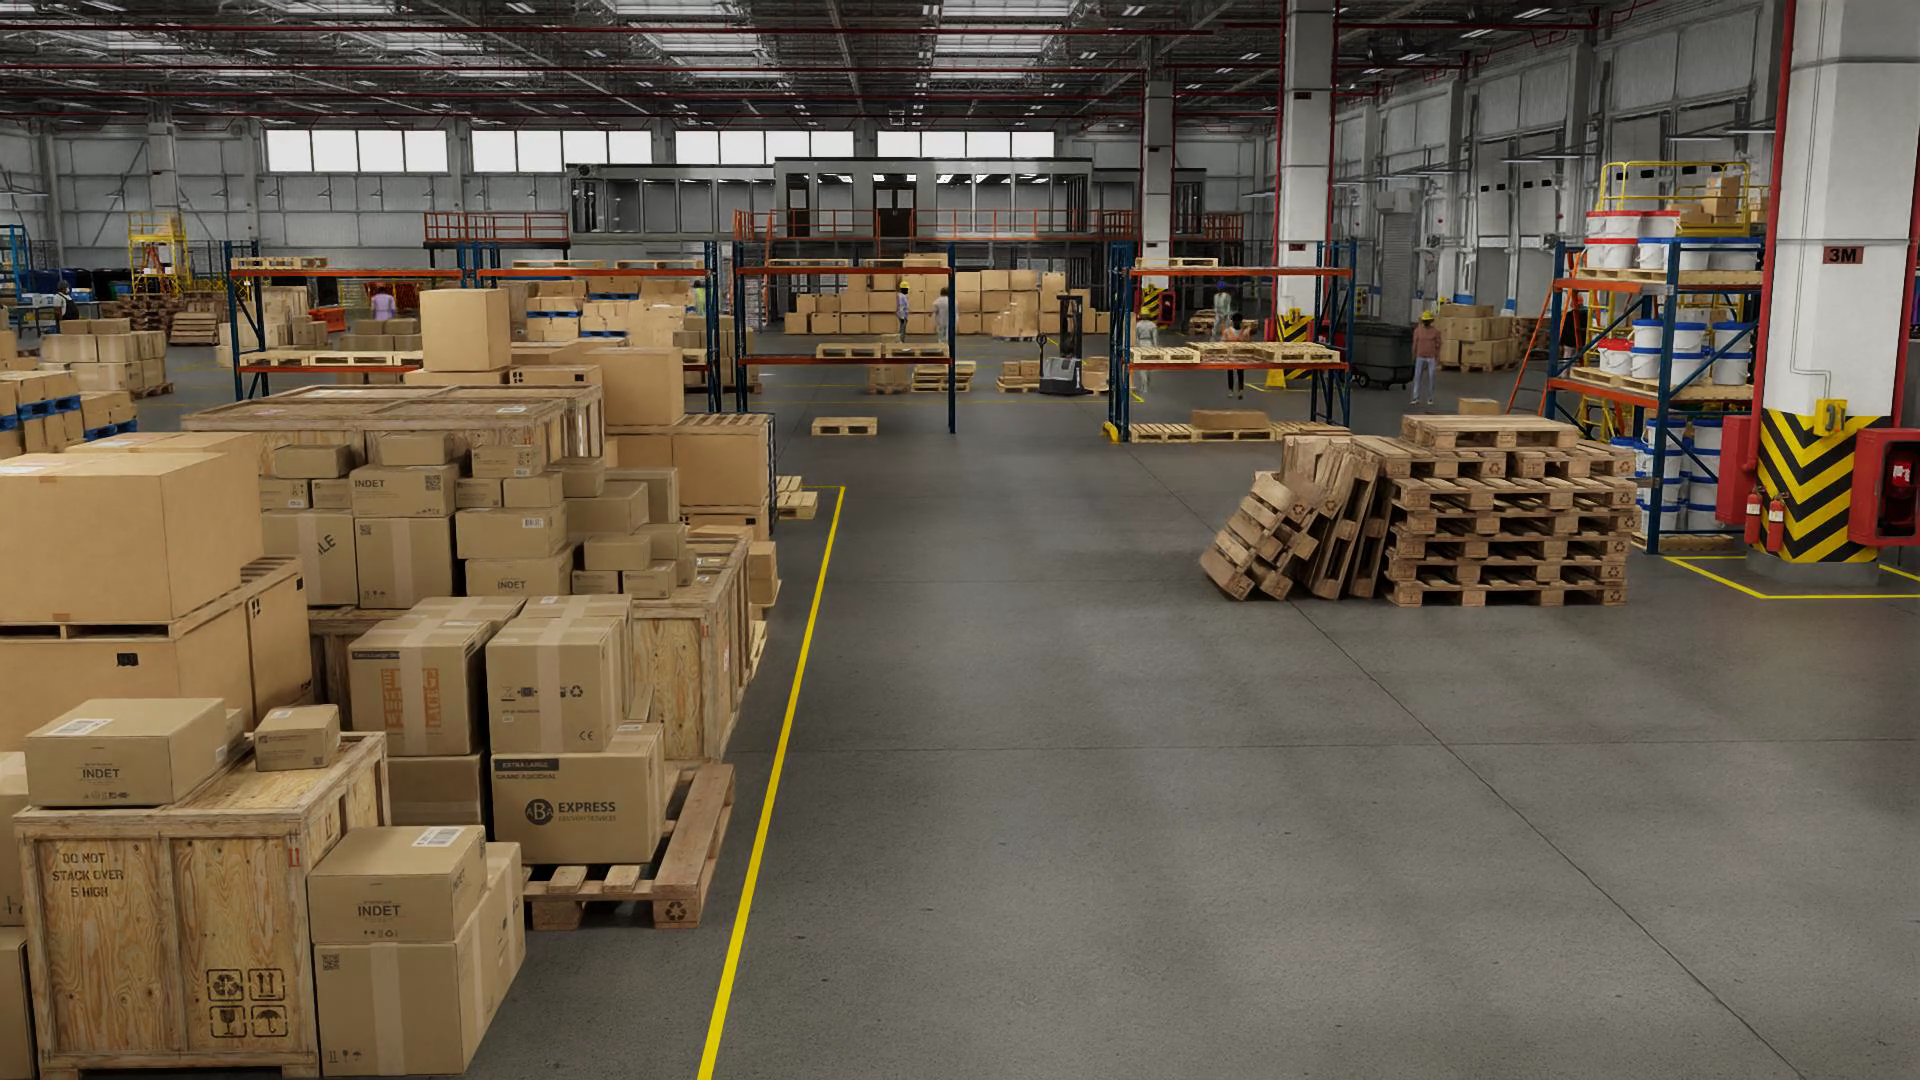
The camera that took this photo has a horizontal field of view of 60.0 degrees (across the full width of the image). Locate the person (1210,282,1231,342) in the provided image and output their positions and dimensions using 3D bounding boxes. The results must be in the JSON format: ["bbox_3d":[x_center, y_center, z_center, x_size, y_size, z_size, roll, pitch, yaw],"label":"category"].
[{"bbox_3d":[7.526,-6.475,47.823,0.606,1.898,1.020,9,14,42],"label":"person"}]

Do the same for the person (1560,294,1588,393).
[{"bbox_3d":[12.350,-3.932,33.398,0.608,1.987,0.400,1,10,6],"label":"person"}]

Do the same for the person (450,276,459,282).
[{"bbox_3d":[-19.051,-9.128,62.713,0.586,1.855,0.886,2,10,12],"label":"person"}]

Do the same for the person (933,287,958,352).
[{"bbox_3d":[-0.363,-5.439,42.060,0.642,1.882,1.035,0,10,0],"label":"person"}]

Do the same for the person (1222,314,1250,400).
[{"bbox_3d":[5.303,-3.527,32.044,0.548,1.646,0.886,2,10,10],"label":"person"}]

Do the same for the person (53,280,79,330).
[{"bbox_3d":[-23.285,-5.760,43.410,0.536,2.000,0.688,-1,10,-4],"label":"person"}]

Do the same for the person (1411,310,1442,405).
[{"bbox_3d":[8.710,-3.404,31.058,0.526,1.765,0.329,4,11,23],"label":"person"}]

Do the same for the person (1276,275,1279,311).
[{"bbox_3d":[11.677,-8.660,59.794,0.628,1.972,0.733,-10,14,-43],"label":"person"}]

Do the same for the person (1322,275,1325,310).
[{"bbox_3d":[12.403,-8.226,57.504,0.644,1.918,0.551,8,13,36],"label":"person"}]

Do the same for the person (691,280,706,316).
[{"bbox_3d":[-8.329,-7.413,53.277,0.912,1.815,0.641,8,13,38],"label":"person"}]

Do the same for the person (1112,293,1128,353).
[{"bbox_3d":[3.534,-4.520,36.860,0.419,1.916,0.588,10,14,43],"label":"person"}]

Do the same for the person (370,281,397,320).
[{"bbox_3d":[-15.076,-5.774,43.543,0.656,2.019,0.547,-4,11,-20],"label":"person"}]

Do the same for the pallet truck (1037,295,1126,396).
[{"bbox_3d":[2.483,-3.881,33.060,1.885,1.965,0.823,-7,13,-36],"label":"pallet truck"}]

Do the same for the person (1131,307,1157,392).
[{"bbox_3d":[3.724,-3.879,33.851,0.507,1.700,0.863,-2,10,-9],"label":"person"}]

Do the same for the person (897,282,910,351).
[{"bbox_3d":[-1.564,-6.229,46.337,0.371,1.927,0.588,1,10,6],"label":"person"}]
